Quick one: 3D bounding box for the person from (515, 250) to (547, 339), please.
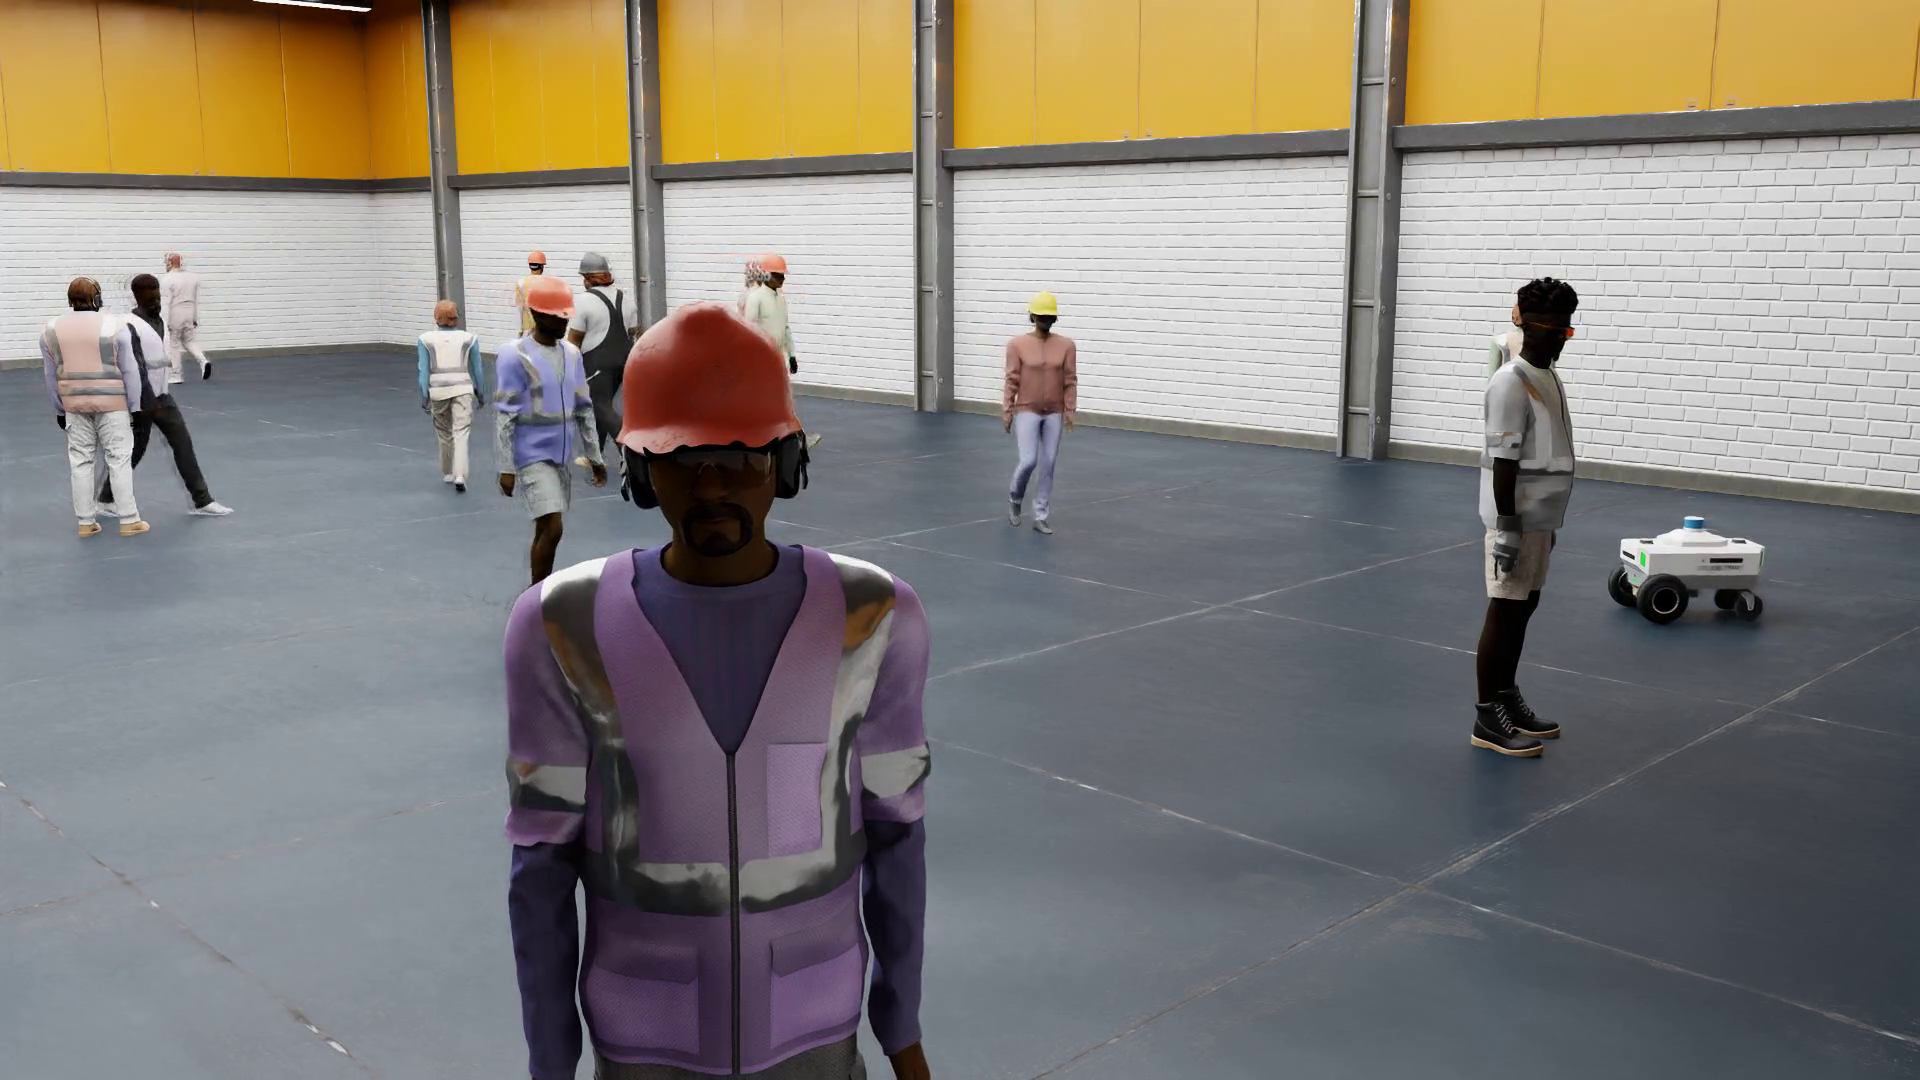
[{"bbox_3d":[-5.459,-2.775,21.557,0.551,1.934,0.373,0,10,2],"label":"person"}]

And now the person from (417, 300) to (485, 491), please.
[{"bbox_3d":[-4.281,-1.214,14.025,0.531,1.603,0.871,-3,11,-17],"label":"person"}]

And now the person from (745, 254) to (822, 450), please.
[{"bbox_3d":[-1.781,-1.799,16.234,1.029,1.930,0.638,4,11,21],"label":"person"}]

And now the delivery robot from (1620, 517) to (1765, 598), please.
[{"bbox_3d":[4.099,0.113,9.319,0.707,0.478,0.477,0,11,0],"label":"delivery robot"}]

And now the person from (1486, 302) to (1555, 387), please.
[{"bbox_3d":[4.421,-1.080,13.147,0.518,1.634,0.311,2,11,11],"label":"person"}]

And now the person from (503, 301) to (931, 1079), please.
[{"bbox_3d":[-0.331,0.685,2.403,0.608,2.044,0.377,-2,11,-13],"label":"person"}]

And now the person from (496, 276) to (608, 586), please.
[{"bbox_3d":[-2.178,-0.437,8.867,0.575,1.905,0.570,5,11,23],"label":"person"}]

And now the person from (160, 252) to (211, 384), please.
[{"bbox_3d":[-11.183,-3.180,23.874,0.639,1.890,0.664,4,11,19],"label":"person"}]

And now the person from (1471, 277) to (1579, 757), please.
[{"bbox_3d":[2.350,-0.101,6.905,0.361,1.961,0.617,7,12,33],"label":"person"}]

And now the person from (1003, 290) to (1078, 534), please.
[{"bbox_3d":[0.573,-0.905,11.889,0.524,1.748,0.408,-3,11,-16],"label":"person"}]

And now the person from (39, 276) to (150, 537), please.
[{"bbox_3d":[-6.110,-0.935,11.784,0.627,1.845,0.429,-1,10,-6],"label":"person"}]

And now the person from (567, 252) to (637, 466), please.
[{"bbox_3d":[-3.195,-1.626,15.012,0.989,2.000,0.691,7,12,32],"label":"person"}]

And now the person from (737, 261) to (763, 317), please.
[{"bbox_3d":[-2.193,-2.070,17.938,1.022,1.852,0.664,7,13,35],"label":"person"}]

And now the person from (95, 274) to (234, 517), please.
[{"bbox_3d":[-6.115,-1.071,12.528,0.992,1.856,0.617,0,10,3],"label":"person"}]
